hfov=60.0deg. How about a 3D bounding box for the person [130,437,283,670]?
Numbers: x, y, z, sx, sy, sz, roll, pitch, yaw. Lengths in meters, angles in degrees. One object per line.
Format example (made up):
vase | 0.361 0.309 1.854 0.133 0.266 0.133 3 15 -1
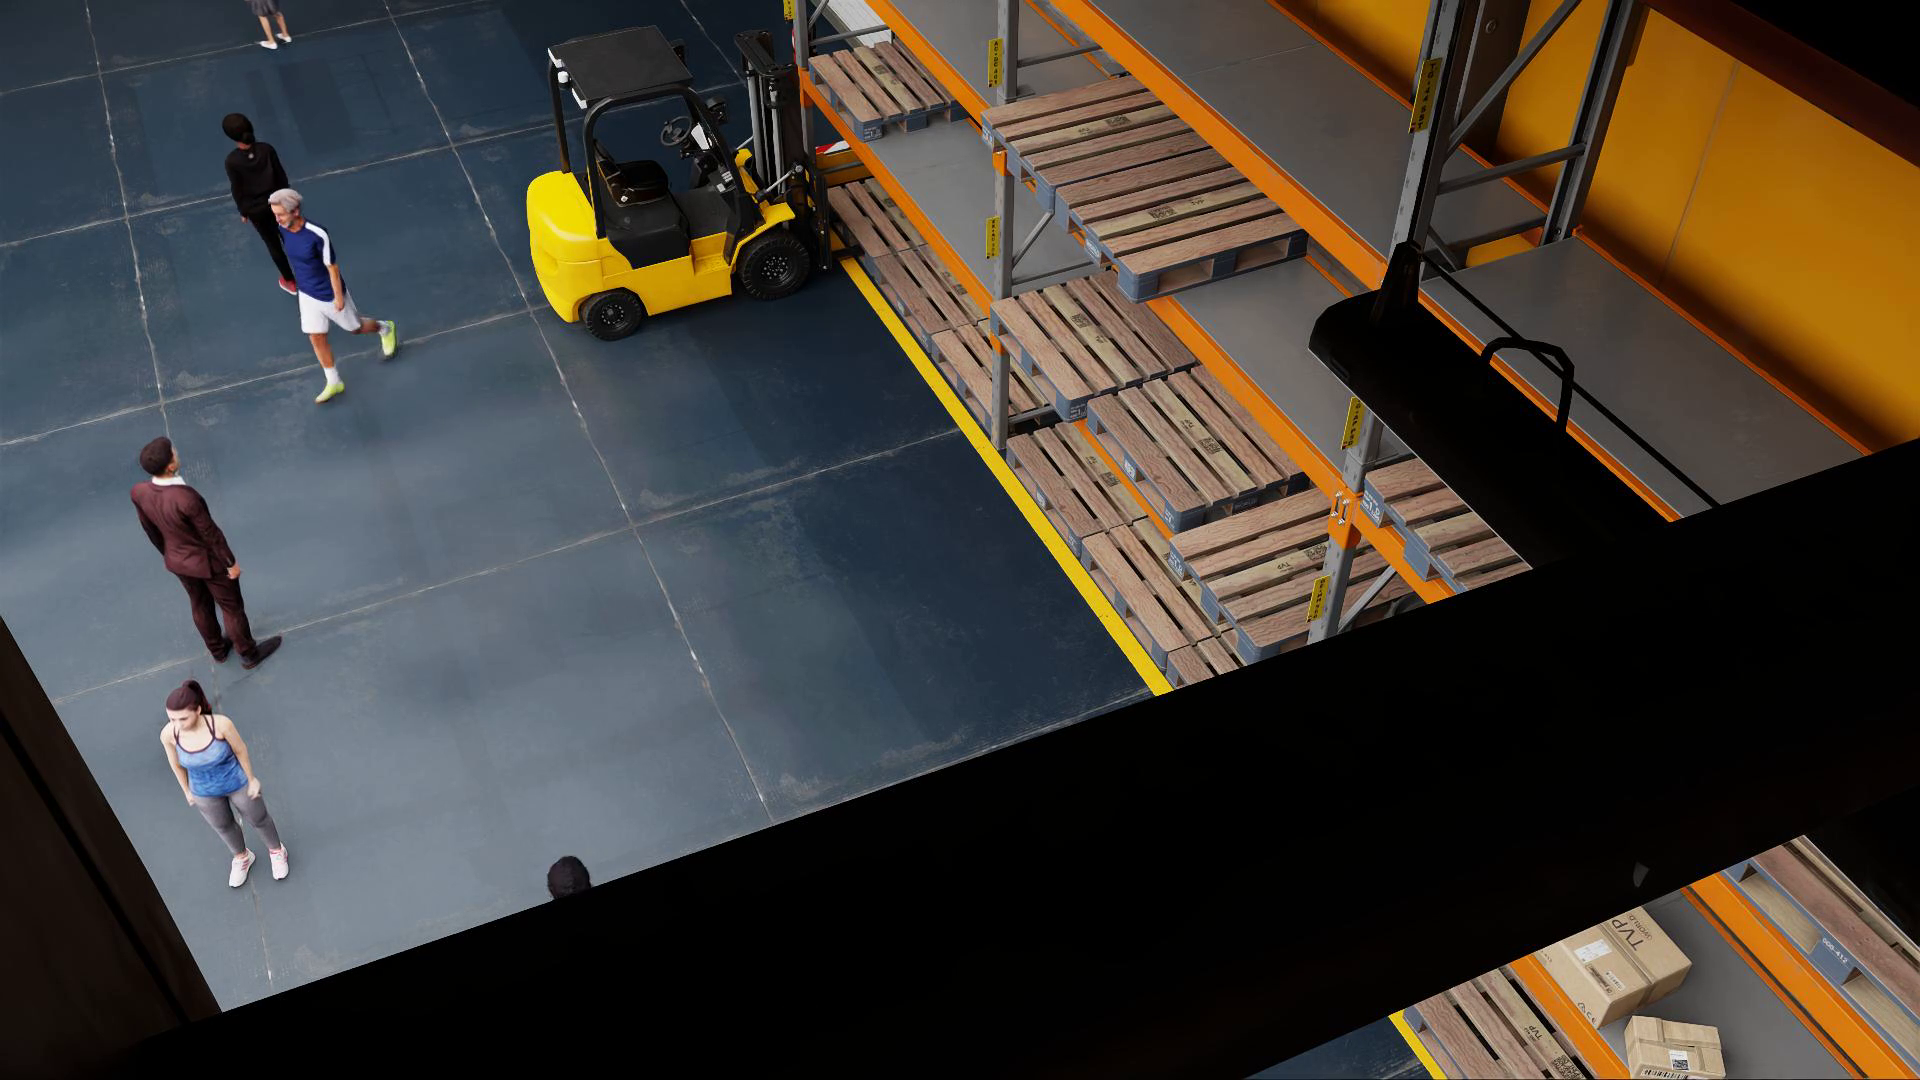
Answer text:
person | -4.918 0.106 10.724 0.772 1.864 0.811 11 45 11

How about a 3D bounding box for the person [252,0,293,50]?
person | -7.287 -5.763 17.313 0.624 1.274 0.584 28 50 26

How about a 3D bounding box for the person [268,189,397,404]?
person | -4.906 -1.985 12.963 1.139 1.803 1.197 14 45 14

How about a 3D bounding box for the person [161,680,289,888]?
person | -4.230 1.404 9.547 0.615 1.608 0.595 -8 44 -8

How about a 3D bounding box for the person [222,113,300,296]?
person | -5.752 -2.755 13.877 0.708 1.658 0.760 -33 52 -30
